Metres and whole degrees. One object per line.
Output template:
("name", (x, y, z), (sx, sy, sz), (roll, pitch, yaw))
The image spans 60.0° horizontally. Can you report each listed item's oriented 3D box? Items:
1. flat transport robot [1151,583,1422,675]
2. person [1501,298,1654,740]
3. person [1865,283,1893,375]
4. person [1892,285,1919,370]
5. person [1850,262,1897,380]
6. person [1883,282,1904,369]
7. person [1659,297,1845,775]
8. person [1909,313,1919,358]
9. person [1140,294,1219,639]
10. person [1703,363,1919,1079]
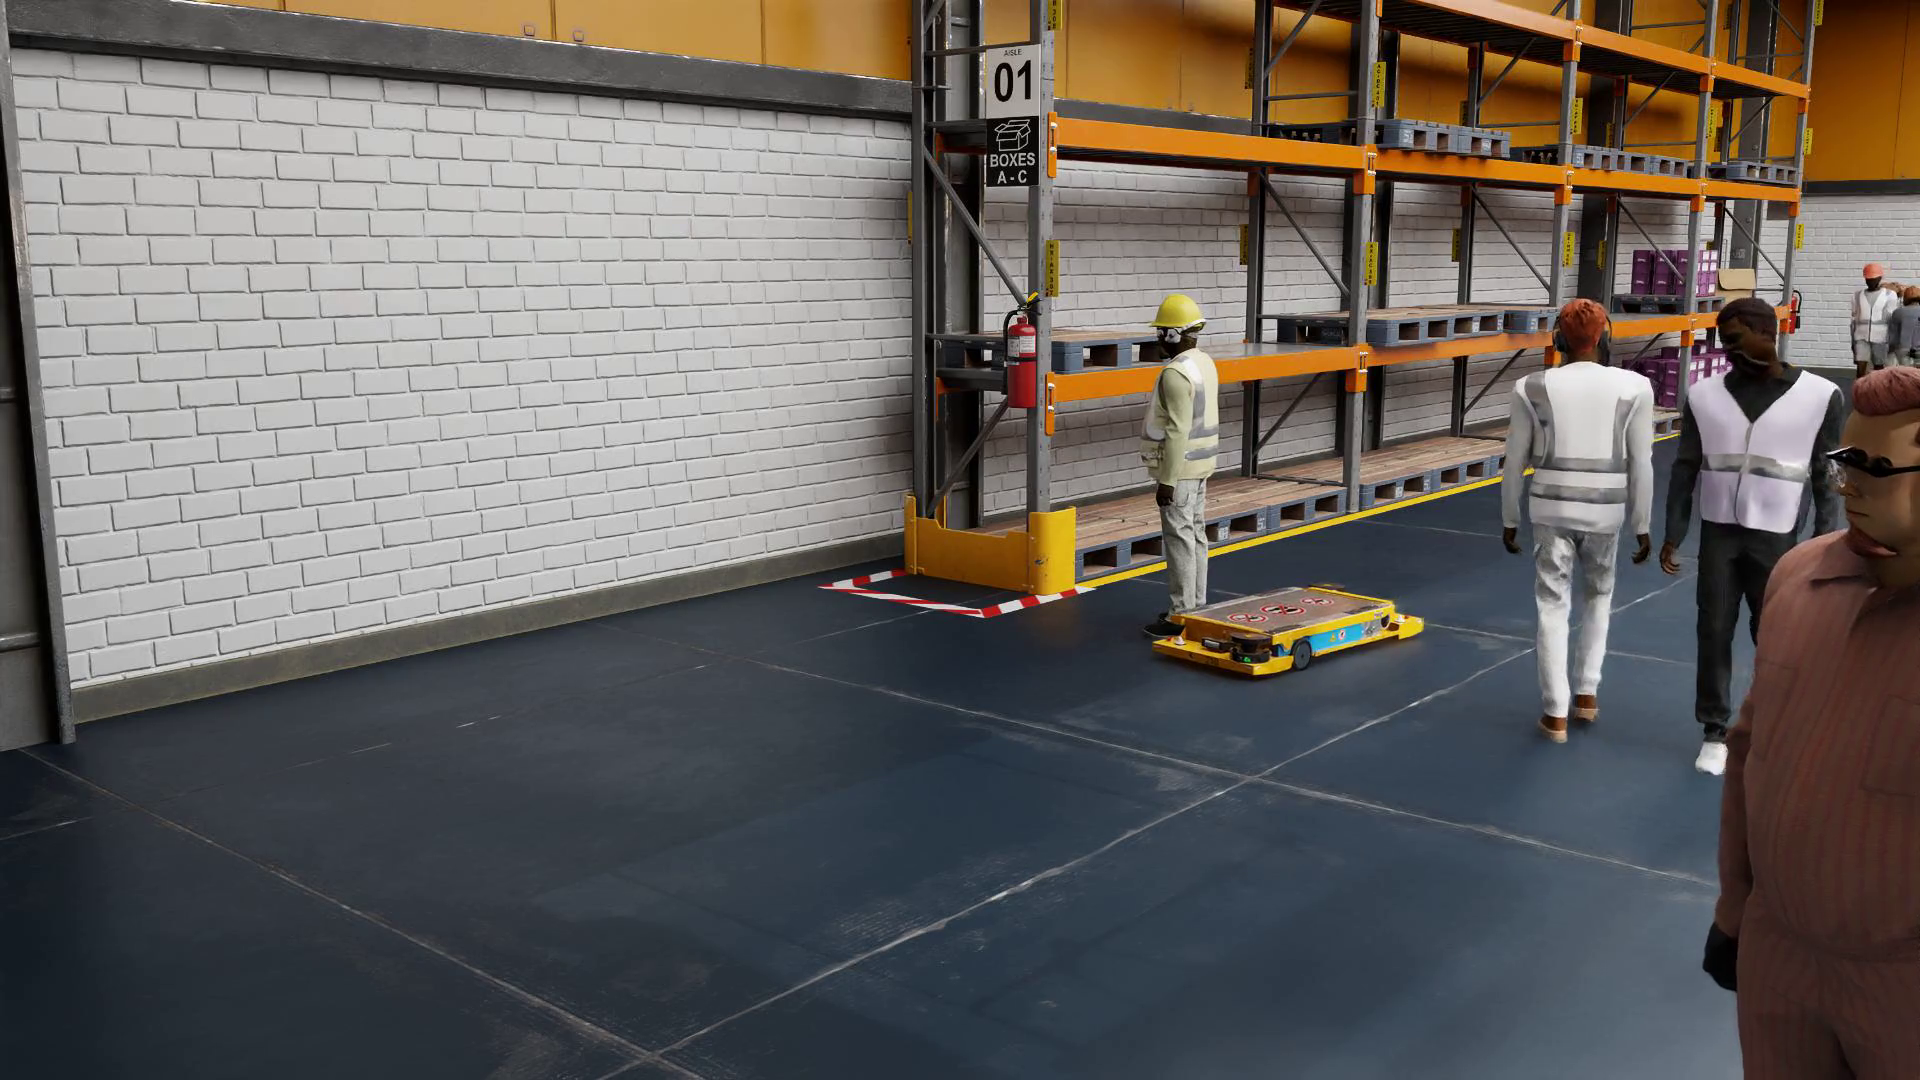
("flat transport robot", (1.711, 0.441, 8.607), (1.431, 0.197, 0.652), (-9, 13, -41))
("person", (2.639, -0.100, 7.161), (0.607, 1.856, 0.684), (3, 10, 16))
("person", (12.187, -2.588, 22.009), (0.430, 1.616, 0.526), (-1, 10, -6))
("person", (11.933, -2.378, 20.839), (0.375, 1.614, 0.536), (-10, 14, -44))
("person", (11.634, -2.586, 21.207), (0.555, 1.905, 0.855), (7, 12, 35))
("person", (12.814, -2.713, 22.722), (0.594, 1.615, 0.544), (0, 10, -1))
("person", (3.149, -0.017, 6.635), (0.630, 1.879, 0.571), (8, 13, 38))
("person", (11.722, -2.318, 19.950), (0.638, 1.800, 0.911), (0, 10, 0))
("person", (1.162, -0.383, 8.856), (0.404, 1.829, 0.600), (4, 11, 23))
("person", (1.451, 0.673, 2.649), (0.403, 1.904, 0.637), (-4, 11, -23))
